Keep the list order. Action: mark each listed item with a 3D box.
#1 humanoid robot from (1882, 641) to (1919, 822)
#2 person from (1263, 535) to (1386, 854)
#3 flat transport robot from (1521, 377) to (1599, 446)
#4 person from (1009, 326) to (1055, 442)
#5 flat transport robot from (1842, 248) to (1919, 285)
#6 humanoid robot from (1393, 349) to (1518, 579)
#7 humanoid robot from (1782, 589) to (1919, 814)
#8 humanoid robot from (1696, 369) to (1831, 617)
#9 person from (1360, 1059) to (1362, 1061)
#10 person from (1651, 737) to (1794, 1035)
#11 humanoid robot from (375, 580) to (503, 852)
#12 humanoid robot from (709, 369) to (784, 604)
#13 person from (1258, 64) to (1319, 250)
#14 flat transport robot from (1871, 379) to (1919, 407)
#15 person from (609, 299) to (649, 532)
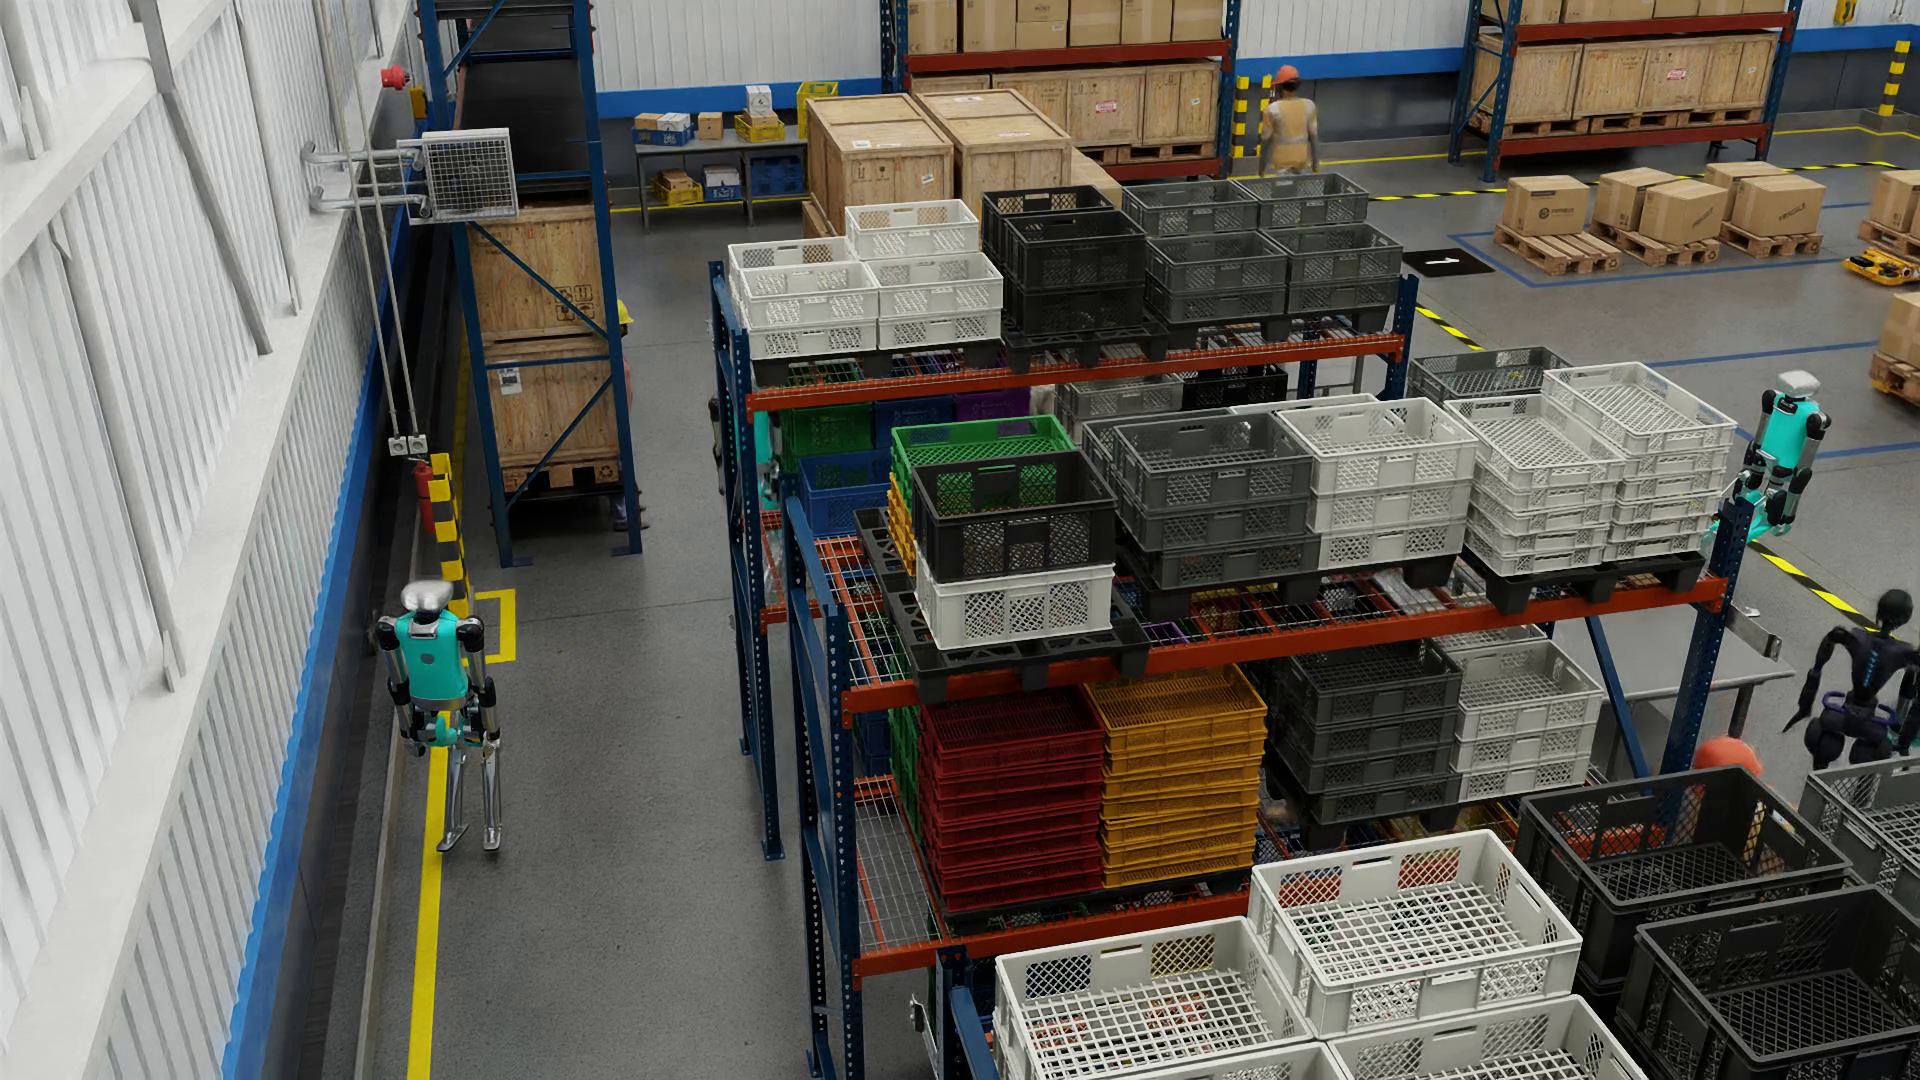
[{"bbox_3d":[5.141,0.910,8.743,0.533,1.796,0.679,8,29,15],"label":"humanoid robot"},{"bbox_3d":[1.987,0.816,8.633,0.651,2.003,0.632,9,29,16],"label":"person"},{"bbox_3d":[4.780,-1.036,14.013,0.659,0.231,1.431,-6,28,-12],"label":"flat transport robot"},{"bbox_3d":[0.465,-0.634,11.575,0.502,1.837,0.341,19,33,31],"label":"person"},{"bbox_3d":[10.198,-2.946,17.605,1.431,0.197,0.652,-6,28,-12],"label":"flat transport robot"},{"bbox_3d":[3.331,-0.480,11.492,0.805,1.887,0.546,25,37,39],"label":"humanoid robot"},{"bbox_3d":[4.644,0.982,8.670,0.610,1.656,0.327,17,32,29],"label":"humanoid robot"},{"bbox_3d":[5.108,-0.276,10.850,0.735,1.677,0.533,-7,29,-13],"label":"humanoid robot"},{"bbox_3d":[1.209,2.375,5.985,0.770,1.711,0.506,-12,30,-21],"label":"person"},{"bbox_3d":[3.212,1.660,7.145,0.667,1.901,0.445,22,35,35],"label":"person"},{"bbox_3d":[-2.623,0.848,8.716,0.533,1.679,0.736,1,28,1],"label":"humanoid robot"},{"bbox_3d":[-1.331,-0.418,11.319,0.536,1.760,1.055,5,28,10],"label":"humanoid robot"},{"bbox_3d":[3.552,-4.123,18.019,0.618,2.027,0.634,-9,29,-17],"label":"person"},{"bbox_3d":[8.618,-1.184,14.263,0.652,0.197,1.431,-6,28,-12],"label":"flat transport robot"},{"bbox_3d":[-2.495,-0.915,12.186,0.337,1.761,0.522,-8,29,-15],"label":"person"}]
